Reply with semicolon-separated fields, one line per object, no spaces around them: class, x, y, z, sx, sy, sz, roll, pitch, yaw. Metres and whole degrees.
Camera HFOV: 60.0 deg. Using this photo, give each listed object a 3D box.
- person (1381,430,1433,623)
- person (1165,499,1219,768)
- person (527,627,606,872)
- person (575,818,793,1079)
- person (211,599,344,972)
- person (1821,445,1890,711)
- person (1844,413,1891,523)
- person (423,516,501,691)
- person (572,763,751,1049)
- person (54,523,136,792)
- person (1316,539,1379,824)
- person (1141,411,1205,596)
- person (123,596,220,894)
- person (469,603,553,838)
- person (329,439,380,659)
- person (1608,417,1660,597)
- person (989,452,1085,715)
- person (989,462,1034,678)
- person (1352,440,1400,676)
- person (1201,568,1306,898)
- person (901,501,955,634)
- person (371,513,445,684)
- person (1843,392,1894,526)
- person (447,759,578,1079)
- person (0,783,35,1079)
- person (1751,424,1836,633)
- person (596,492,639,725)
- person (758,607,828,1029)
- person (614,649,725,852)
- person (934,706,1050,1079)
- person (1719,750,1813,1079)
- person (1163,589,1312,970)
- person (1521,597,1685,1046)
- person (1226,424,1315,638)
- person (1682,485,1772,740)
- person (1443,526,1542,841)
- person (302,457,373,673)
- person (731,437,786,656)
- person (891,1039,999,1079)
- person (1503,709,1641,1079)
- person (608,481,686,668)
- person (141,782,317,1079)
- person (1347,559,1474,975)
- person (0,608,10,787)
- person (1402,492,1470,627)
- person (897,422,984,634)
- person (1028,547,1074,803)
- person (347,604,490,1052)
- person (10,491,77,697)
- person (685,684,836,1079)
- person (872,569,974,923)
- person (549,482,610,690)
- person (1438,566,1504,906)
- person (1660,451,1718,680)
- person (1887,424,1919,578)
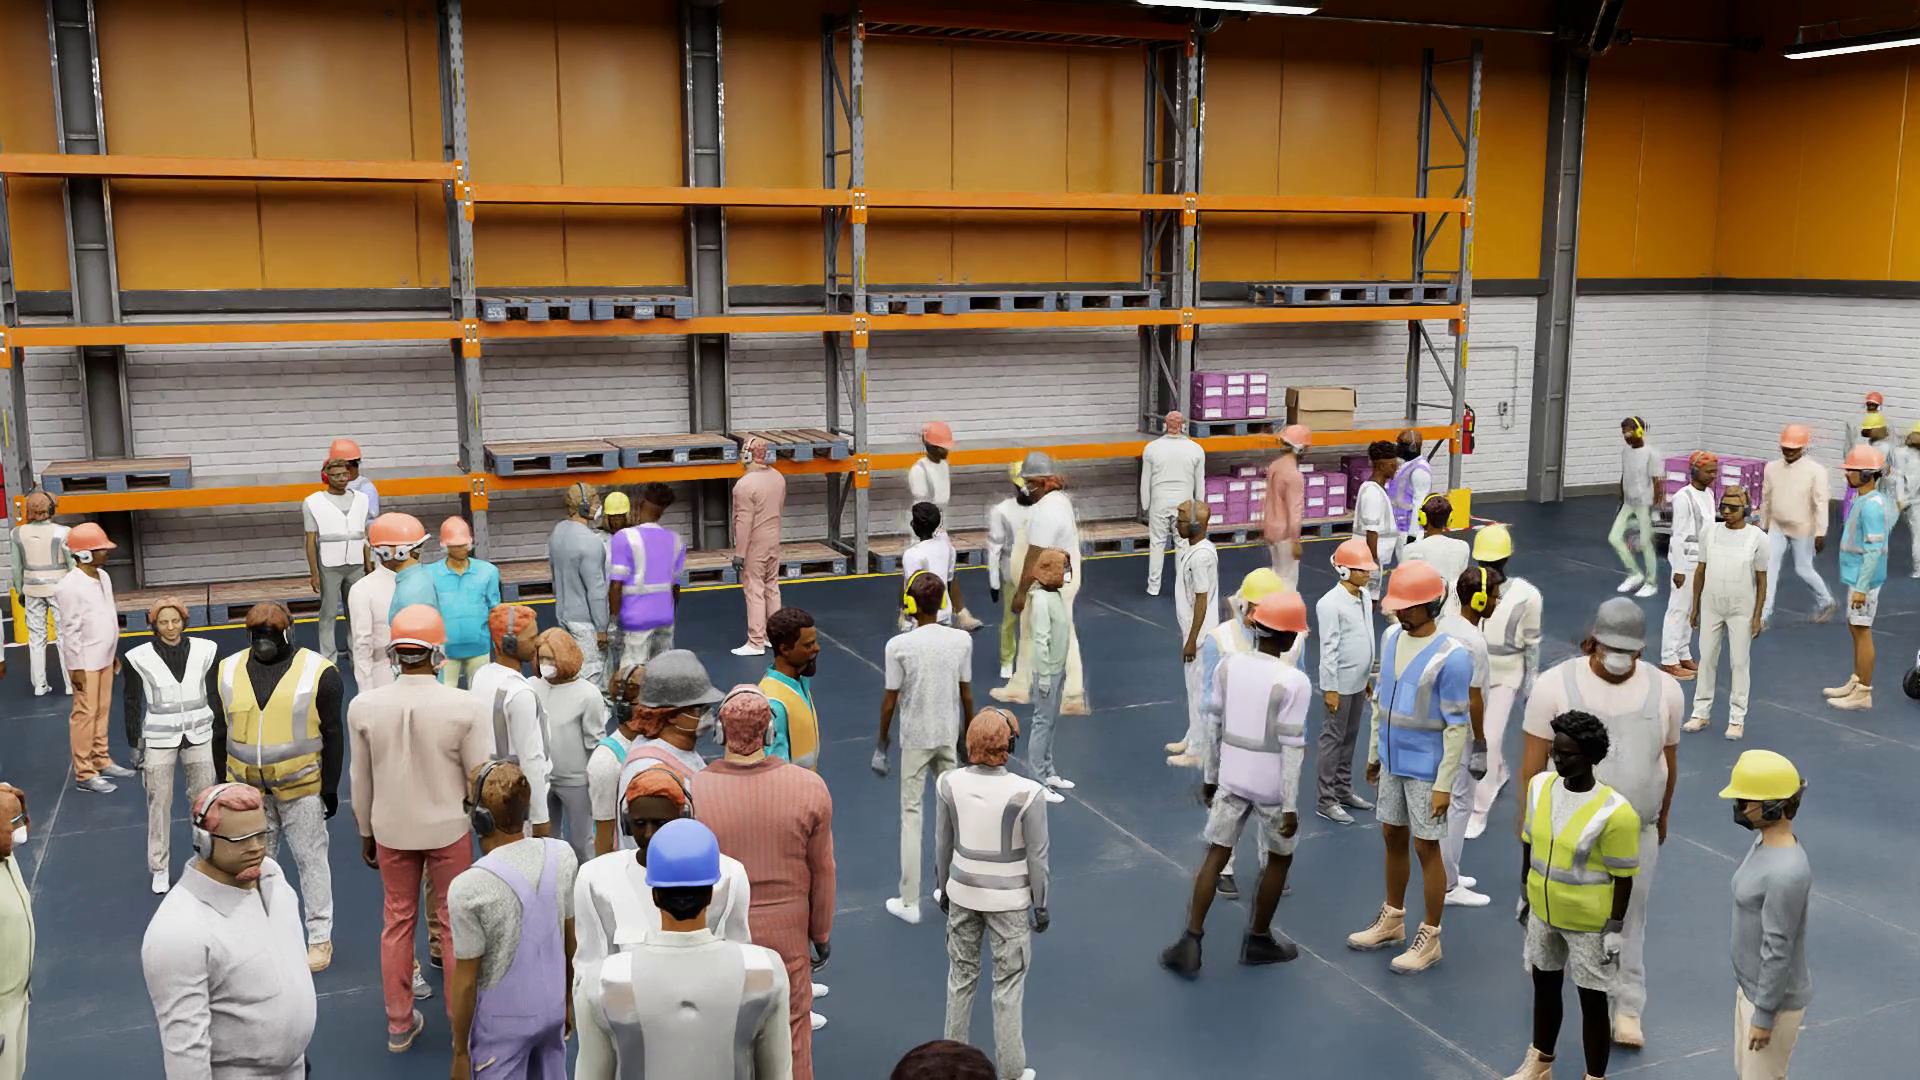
person;4.231;-0.127;15.751;0.430;1.836;0.641;0;10;1
person;1.590;0.631;11.348;0.345;1.844;0.507;1;10;7
person;-2.024;1.240;8.445;0.498;1.632;0.286;4;11;21
person;-0.772;1.741;4.714;0.615;1.933;0.418;-3;10;-17
person;-3.317;1.196;8.096;0.627;1.844;0.429;0;10;-2
person;6.870;0.290;12.738;0.396;2.042;0.610;5;11;25
person;10.054;-0.551;18.475;0.421;1.718;0.506;-1;10;-5
person;-3.352;0.705;11.175;0.573;1.750;0.330;-4;11;-23
person;-0.960;1.643;5.402;0.576;1.883;0.354;-1;10;-6
person;-5.653;0.756;10.886;0.343;1.751;0.563;-1;10;-3
person;2.406;0.857;10.302;0.324;1.752;0.562;7;12;37
person;2.160;-0.360;16.919;0.652;1.896;0.402;0;10;2
person;-4.308;1.111;9.167;0.523;1.639;0.309;-8;12;-38
person;-2.079;1.224;7.811;0.351;1.885;0.582;-8;13;-38
person;-5.154;0.097;14.171;0.547;1.930;0.384;9;13;42
person;6.910;-0.333;16.939;0.497;1.827;0.674;-4;11;-21
person;0.563;0.313;12.609;0.872;2.000;0.710;1;10;6
person;0.514;0.271;13.409;0.595;1.857;0.975;-2;10;-11
person;3.440;0.138;13.839;0.362;1.962;0.611;2;10;14
person;1.598;1.044;9.027;0.599;1.826;0.403;-2;10;-10
person;-0.241;0.560;12.176;0.317;1.695;0.540;7;12;36
person;-3.216;0.828;9.774;0.381;1.994;0.622;-3;10;-15
person;11.525;-1.011;21.109;0.581;1.744;0.371;7;12;34
person;-1.495;1.633;5.604;0.342;1.839;0.504;7;12;35
person;-3.448;1.665;5.992;0.271;1.631;0.507;-3;10;-18
person;7.761;-0.123;15.420;0.936;1.950;0.660;-7;12;-33
person;-2.522;0.506;12.357;0.486;1.744;0.294;-2;10;-12
person;-0.803;1.245;7.591;0.398;1.920;0.588;0;10;1
person;-1.028;1.406;6.311;0.536;2.000;0.673;-2;10;-9
person;0.126;1.505;6.935;0.520;1.633;0.315;5;11;28
person;2.856;1.611;5.961;0.342;1.756;0.532;3;10;19
person;1.373;1.183;8.051;0.602;1.899;0.686;10;14;44
person;2.942;1.170;7.674;0.691;2.000;1.029;3;10;14
person;2.835;-0.059;14.964;0.700;1.969;0.638;-2;10;-12
person;5.537;0.515;12.007;0.507;1.846;0.343;9;13;41
person;3.263;0.814;10.225;0.591;1.875;0.999;8;13;39
person;-5.082;0.233;13.640;0.389;1.843;0.567;8;13;38
person;-1.784;0.054;14.492;0.408;1.908;0.644;5;11;24
person;0.014;1.956;3.506;0.391;1.917;0.587;1;10;6
person;2.466;1.509;6.711;0.320;1.695;0.537;-6;11;-29
person;-2.155;0.561;11.558;0.409;1.926;0.691;7;12;35
person;-2.201;1.672;5.170;0.407;1.904;0.654;1;10;4
person;2.197;1.094;8.129;0.379;2.036;0.608;-5;11;-25
person;-6.369;0.738;10.511;0.596;1.918;0.384;-4;11;-22
person;3.222;0.607;11.407;0.521;1.873;0.335;-2;10;-12
person;-0.215;-0.096;15.144;0.899;1.980;0.702;5;11;28
person;0.589;0.850;10.688;0.271;1.632;0.508;3;10;16
person;-2.347;1.262;7.310;0.618;1.986;0.411;0;10;-1
person;-7.171;0.430;13.097;0.525;1.637;0.307;0;10;-3
person;-0.791;1.480;6.276;0.641;1.908;0.407;-2;10;-14
person;-0.179;1.075;8.742;0.534;1.861;0.333;-5;11;-27
person;-2.598;0.559;11.490;0.370;1.939;0.631;-8;13;-39
person;2.709;1.048;8.928;0.349;1.856;0.521;-1;10;-6
person;6.026;0.201;13.709;0.581;1.882;0.339;-10;14;-44
person;10.293;-0.455;18.070;0.500;1.678;0.923;-2;10;-9
